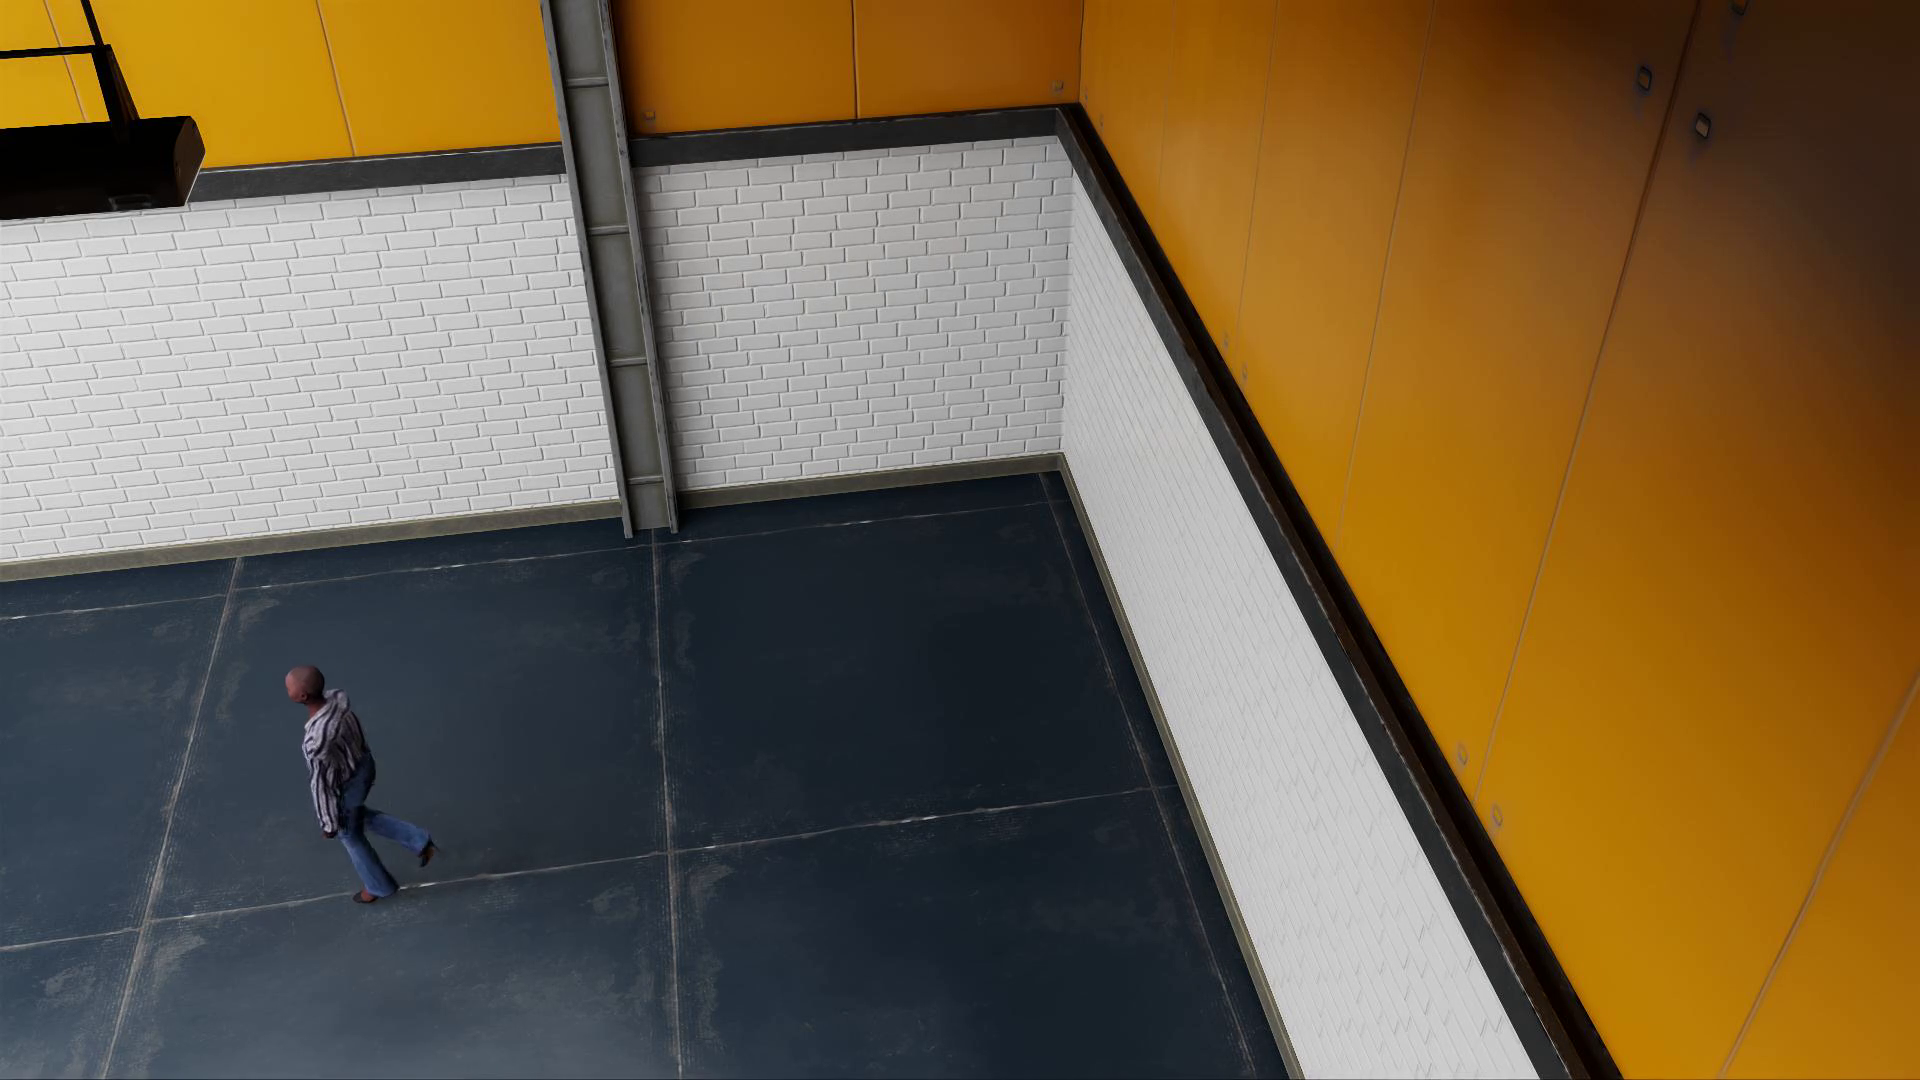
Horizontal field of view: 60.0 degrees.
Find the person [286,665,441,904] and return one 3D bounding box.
[{"bbox_3d":[-3.274,1.368,9.205,0.761,1.777,0.687,-5,39,-6],"label":"person"}]
